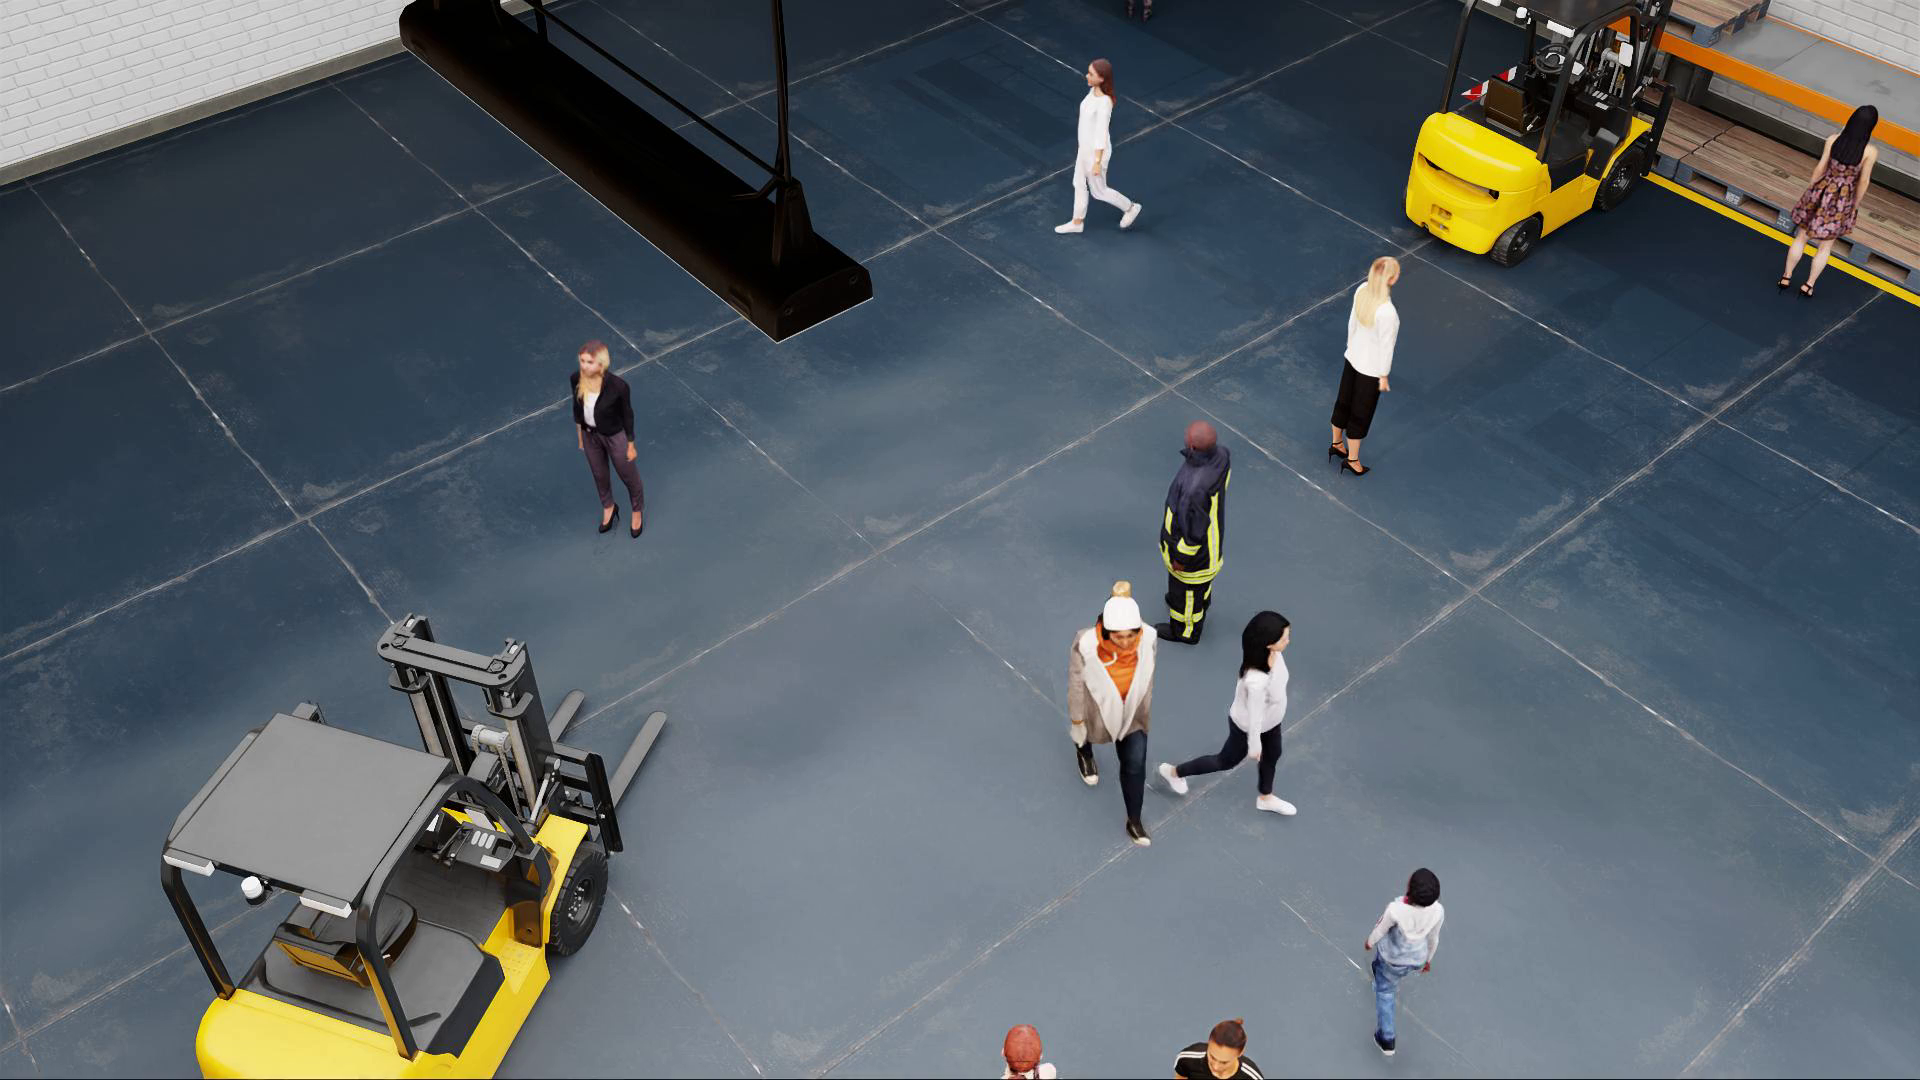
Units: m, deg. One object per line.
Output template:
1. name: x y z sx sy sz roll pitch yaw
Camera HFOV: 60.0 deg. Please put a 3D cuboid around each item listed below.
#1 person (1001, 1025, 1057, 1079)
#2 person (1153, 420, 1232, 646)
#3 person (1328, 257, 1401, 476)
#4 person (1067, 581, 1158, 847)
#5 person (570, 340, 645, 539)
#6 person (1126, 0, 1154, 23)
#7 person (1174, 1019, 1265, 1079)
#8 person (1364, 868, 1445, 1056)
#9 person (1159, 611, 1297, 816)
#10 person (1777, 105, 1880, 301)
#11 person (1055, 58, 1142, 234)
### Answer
1. person: 0.296 2.913 7.746 0.768 1.725 1.244 -24 48 -23
2. person: 1.542 -0.069 10.807 0.825 1.820 0.843 19 47 18
3. person: 2.935 -1.251 12.021 0.730 1.858 0.563 -16 46 -16
4. person: 0.859 0.873 9.797 1.063 1.850 1.263 -8 44 -8
5. person: -2.446 -0.698 11.575 0.642 1.672 0.740 11 45 11
6. person: 1.925 -6.280 17.401 0.653 1.717 0.733 12 45 12
7. person: 1.216 2.753 7.955 0.590 1.669 0.709 17 46 17
8. person: 2.347 2.219 8.819 0.744 1.251 0.900 -6 44 -6
9. person: 1.623 1.028 9.764 1.180 1.670 1.008 14 45 14
10. person: 7.157 -2.771 13.677 0.666 1.774 0.775 29 51 27
11. person: 1.243 -3.380 14.390 0.969 1.671 1.025 -7 44 -7
